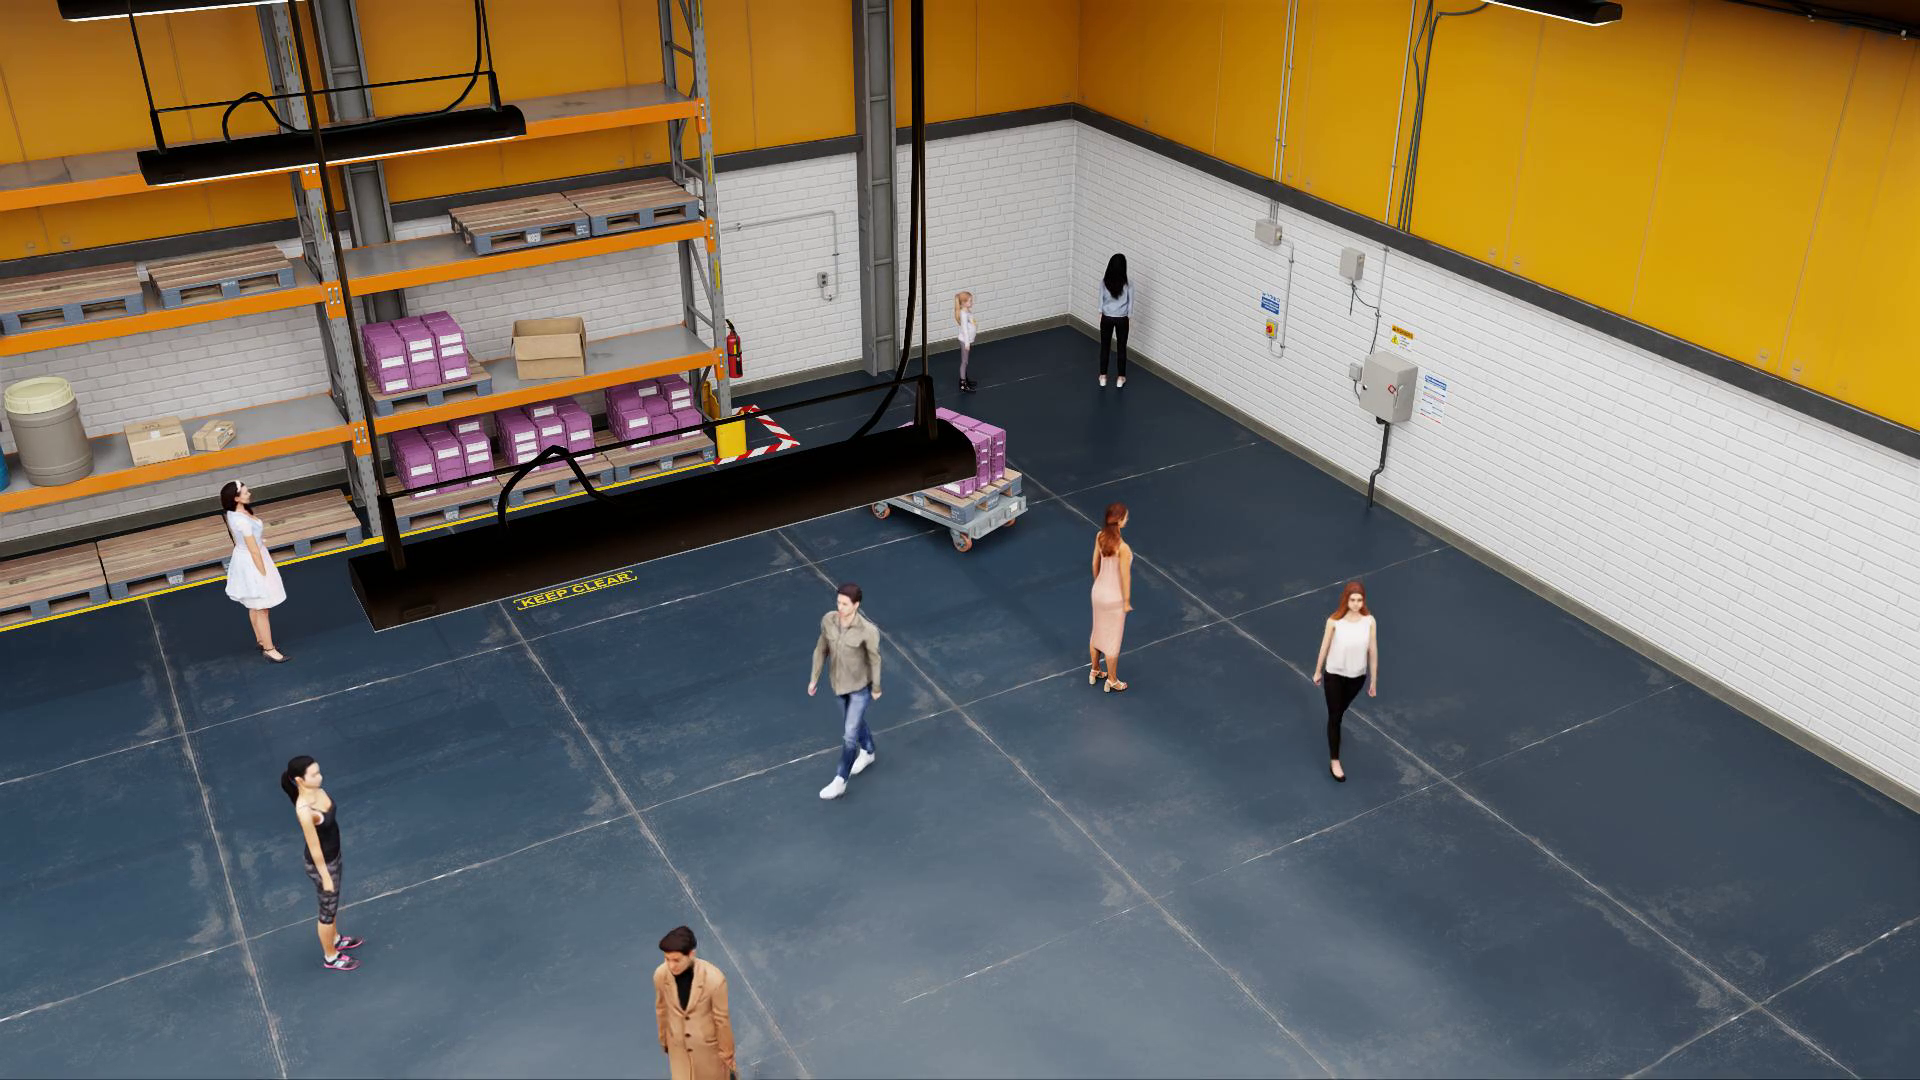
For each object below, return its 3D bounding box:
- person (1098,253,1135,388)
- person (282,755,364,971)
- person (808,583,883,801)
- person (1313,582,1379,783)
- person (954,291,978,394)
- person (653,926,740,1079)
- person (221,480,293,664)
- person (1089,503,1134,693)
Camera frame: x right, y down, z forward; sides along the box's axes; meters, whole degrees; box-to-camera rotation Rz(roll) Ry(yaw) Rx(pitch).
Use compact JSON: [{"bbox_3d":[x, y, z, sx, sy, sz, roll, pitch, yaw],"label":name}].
[{"bbox_3d":[1.934,-2.744,20.737,0.655,1.709,0.735,4,29,8],"label":"person"},{"bbox_3d":[-4.454,2.230,11.600,0.620,1.726,0.633,-6,29,-11],"label":"person"},{"bbox_3d":[-0.829,1.132,13.504,0.953,1.832,1.152,21,35,33],"label":"person"},{"bbox_3d":[3.175,1.070,13.776,1.118,1.680,1.035,-1,29,-1],"label":"person"},{"bbox_3d":[0.066,-2.490,20.720,0.625,1.279,0.579,2,29,4],"label":"person"},{"bbox_3d":[-1.574,3.000,10.203,0.944,1.713,1.007,8,30,14],"label":"person"},{"bbox_3d":[-6.400,0.286,15.070,0.740,1.818,0.715,-19,34,-31],"label":"person"},{"bbox_3d":[1.308,0.504,14.654,0.539,1.833,0.597,-19,34,-31],"label":"person"}]
